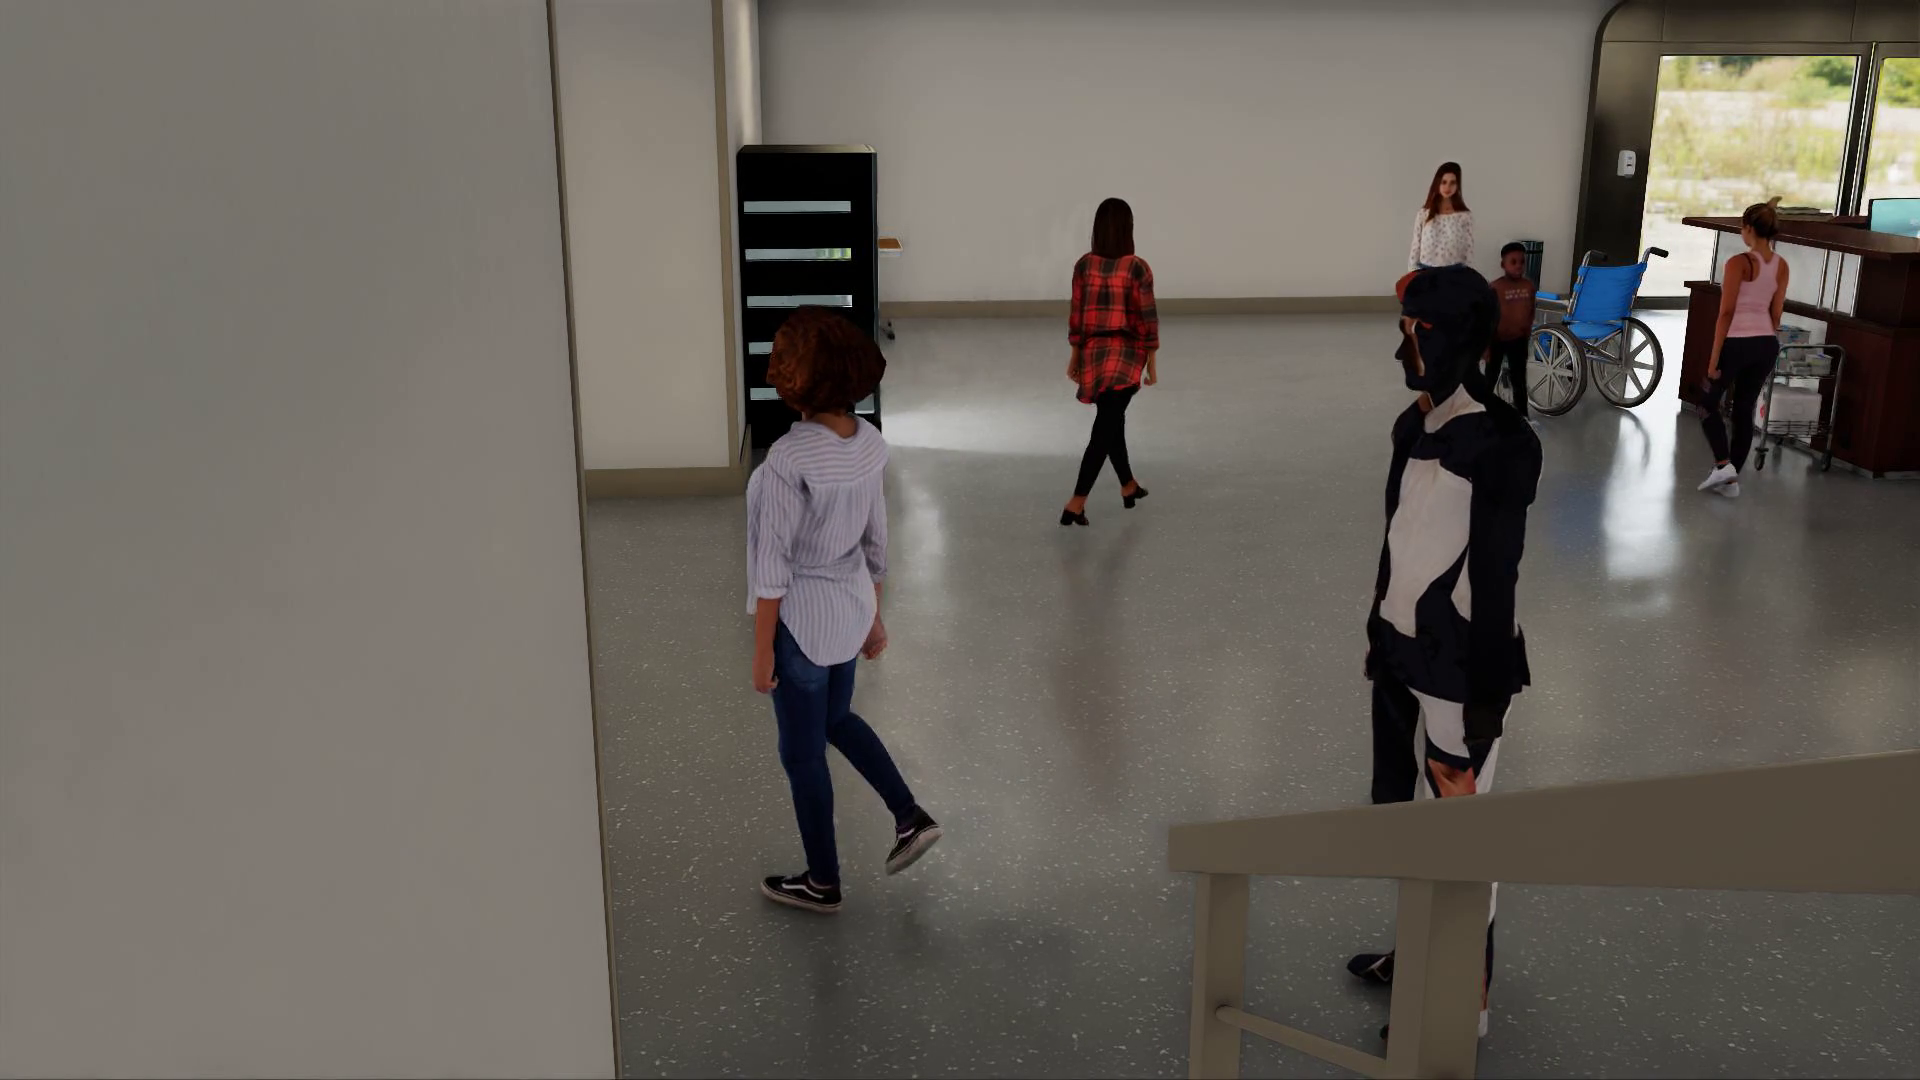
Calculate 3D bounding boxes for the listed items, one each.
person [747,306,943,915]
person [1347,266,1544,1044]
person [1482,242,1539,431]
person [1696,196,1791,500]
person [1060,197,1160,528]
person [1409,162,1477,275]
[{"bbox_3d":[-0.304,0.227,4.556,0.897,1.699,0.845,9,18,29],"label":"person"},{"bbox_3d":[1.167,0.297,3.969,0.774,1.884,0.563,-3,16,-12],"label":"person"},{"bbox_3d":[3.548,-1.311,10.881,0.556,1.227,0.837,-1,16,-3],"label":"person"},{"bbox_3d":[4.344,-1.024,9.083,0.624,1.651,0.641,-4,16,-14],"label":"person"},{"bbox_3d":[0.727,-0.848,8.446,1.079,1.658,1.185,11,19,33],"label":"person"},{"bbox_3d":[3.322,-1.728,11.493,1.005,1.698,1.144,9,18,28],"label":"person"}]
